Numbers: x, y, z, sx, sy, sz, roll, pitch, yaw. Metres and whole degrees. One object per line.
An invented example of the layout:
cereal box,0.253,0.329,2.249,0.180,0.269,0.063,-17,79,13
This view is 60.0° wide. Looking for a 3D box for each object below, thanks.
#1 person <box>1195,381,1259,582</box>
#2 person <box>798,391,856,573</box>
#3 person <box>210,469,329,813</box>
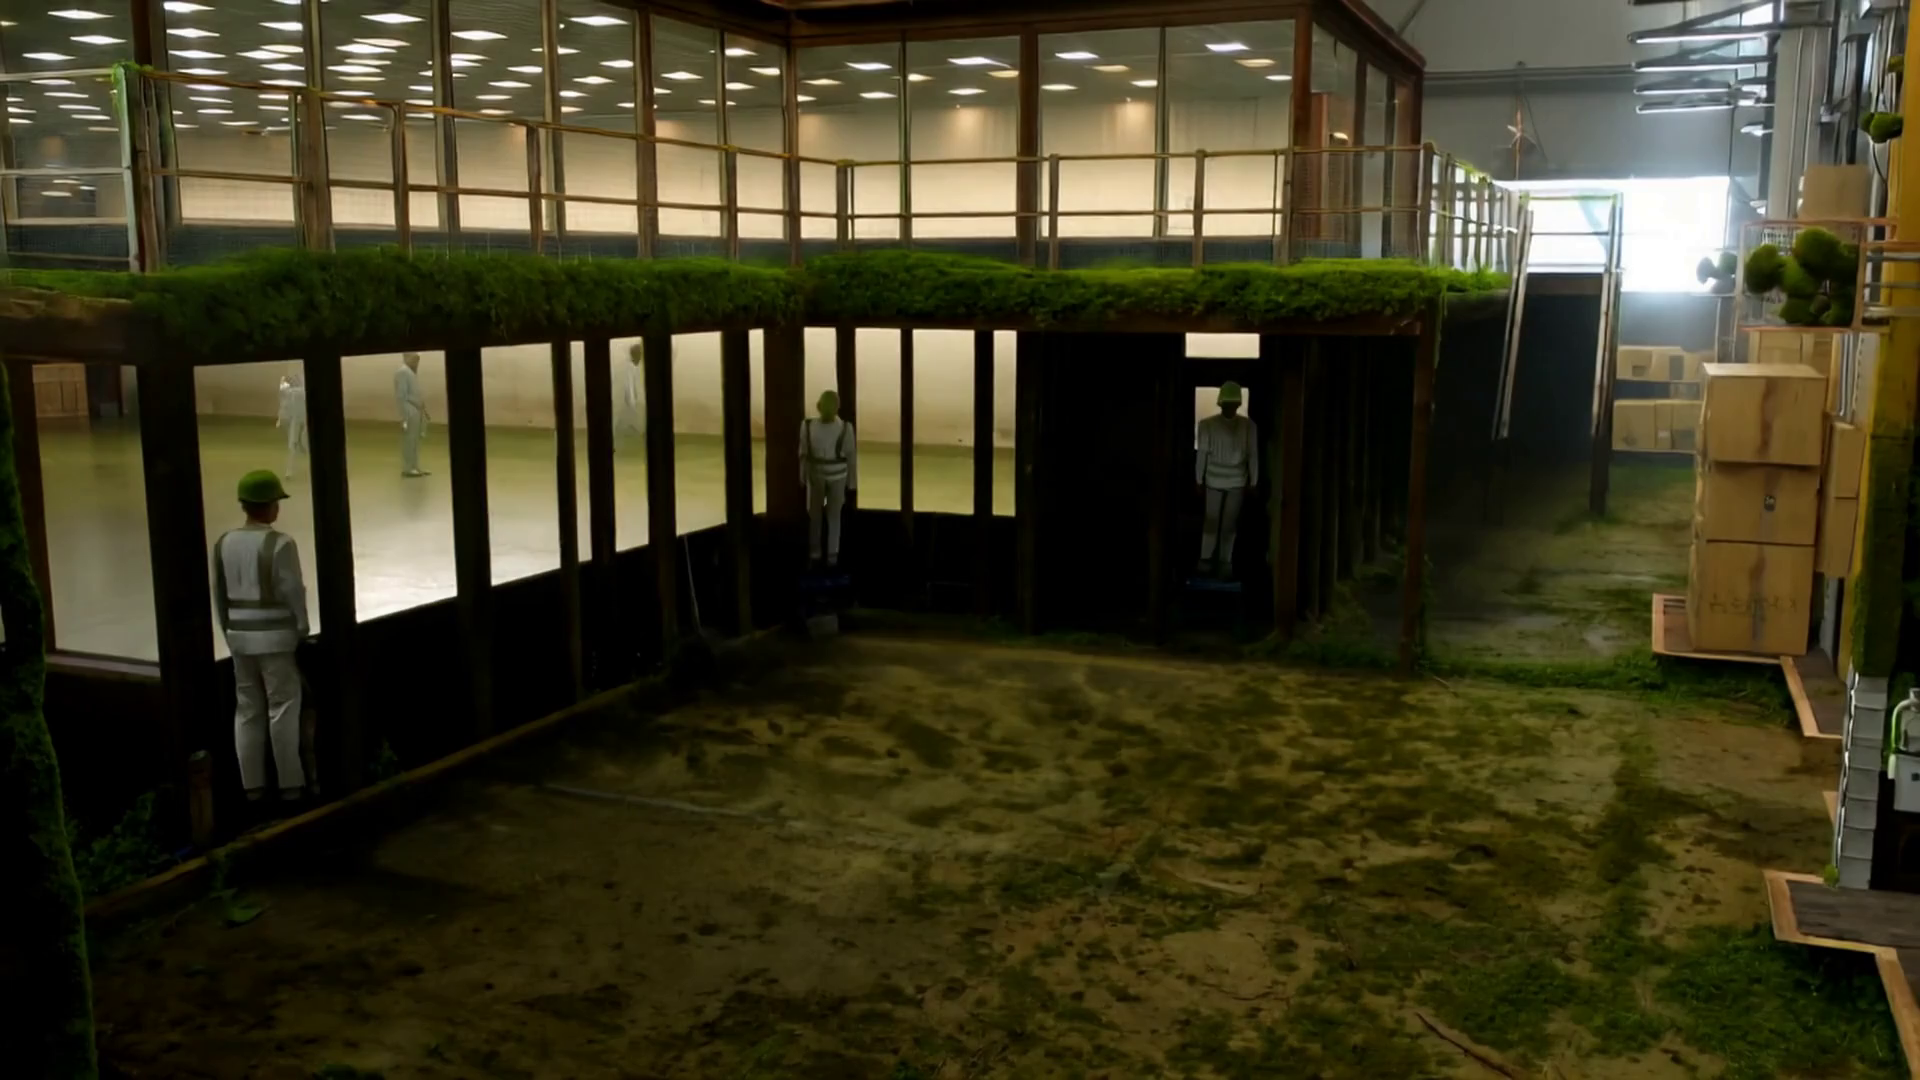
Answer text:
person,2.622,-0.568,16.334,0.618,1.986,0.406,1,9,9
person,-1.342,-0.596,16.895,0.607,1.859,0.536,1,9,7
person,-3.921,0.570,9.416,0.602,1.949,0.394,4,10,24
